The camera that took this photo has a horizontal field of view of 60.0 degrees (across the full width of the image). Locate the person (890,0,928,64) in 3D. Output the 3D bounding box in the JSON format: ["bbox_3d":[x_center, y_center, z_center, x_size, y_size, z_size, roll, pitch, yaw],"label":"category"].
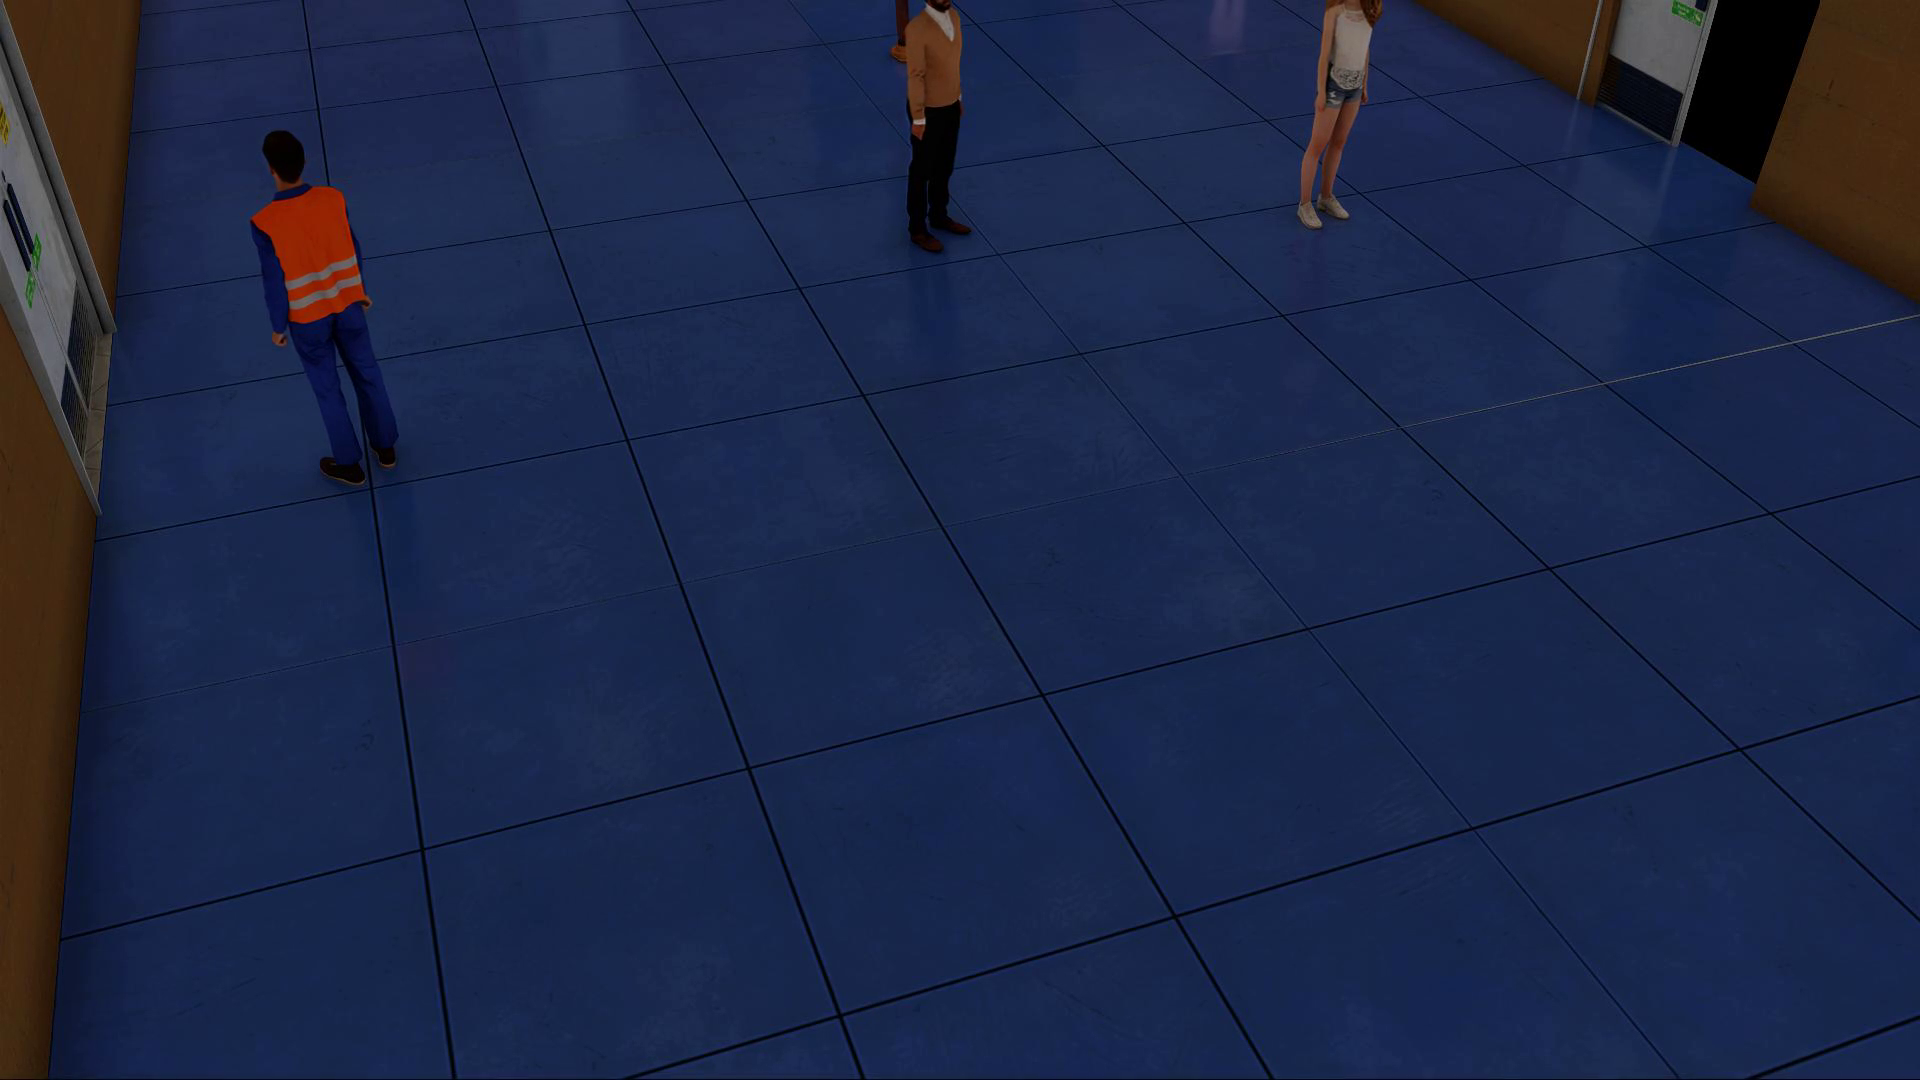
[{"bbox_3d":[-0.362,-4.610,12.967,0.544,1.728,0.679,-9,38,-12],"label":"person"}]

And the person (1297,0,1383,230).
[{"bbox_3d":[2.413,-2.884,10.641,0.521,1.759,0.669,-21,42,-25],"label":"person"}]

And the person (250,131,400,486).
[{"bbox_3d":[-3.147,-1.131,8.219,0.850,1.864,0.726,27,45,32],"label":"person"}]

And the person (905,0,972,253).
[{"bbox_3d":[-0.156,-2.702,10.404,0.813,1.753,0.719,22,42,26],"label":"person"}]
